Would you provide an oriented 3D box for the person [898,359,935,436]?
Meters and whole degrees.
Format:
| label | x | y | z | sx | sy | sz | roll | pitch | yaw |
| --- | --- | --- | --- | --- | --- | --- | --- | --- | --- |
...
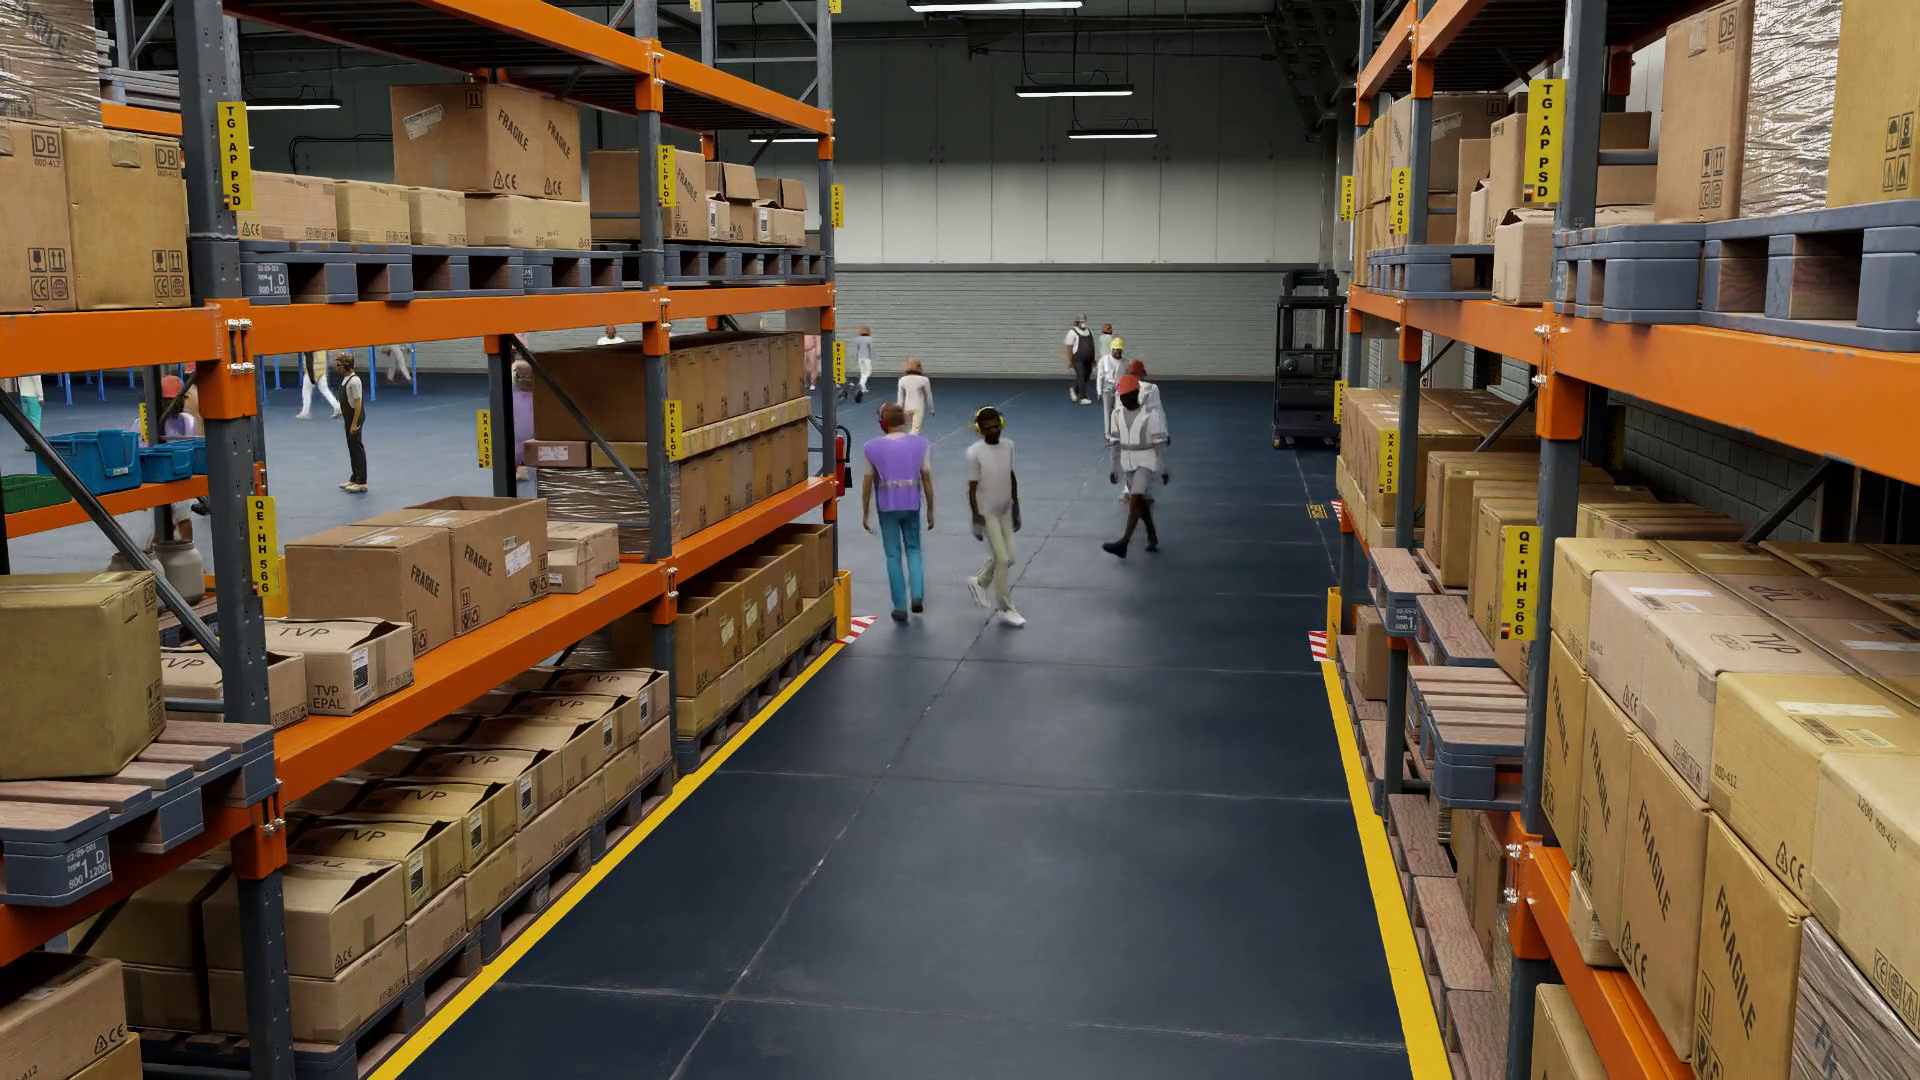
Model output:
| label | x | y | z | sx | sy | sz | roll | pitch | yaw |
| --- | --- | --- | --- | --- | --- | --- | --- | --- | --- |
| person | -0.697 | -1.968 | 25.346 | 0.511 | 1.590 | 0.871 | 4 | 10 | 23 |

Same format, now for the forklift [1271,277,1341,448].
| label | x | y | z | sx | sy | sz | roll | pitch | yaw |
| --- | --- | --- | --- | --- | --- | --- | --- | --- | --- |
| forklift | 5.847 | -3.016 | 27.970 | 1.129 | 2.768 | 1.873 | 1 | 9 | 9 |

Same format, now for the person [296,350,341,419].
| label | x | y | z | sx | sy | sz | roll | pitch | yaw |
| --- | --- | --- | --- | --- | --- | --- | --- | --- | --- |
| person | -12.693 | -3.296 | 32.877 | 0.899 | 1.808 | 0.622 | 3 | 10 | 16 |

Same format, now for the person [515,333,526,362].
| label | x | y | z | sx | sy | sz | roll | pitch | yaw |
| --- | --- | --- | --- | --- | --- | --- | --- | --- | --- |
| person | -10.572 | -4.382 | 39.255 | 0.652 | 1.906 | 0.405 | -6 | 11 | -34 |

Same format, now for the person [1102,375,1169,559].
| label | x | y | z | sx | sy | sz | roll | pitch | yaw |
| --- | --- | --- | --- | --- | --- | --- | --- | --- | --- |
| person | 1.826 | -0.763 | 17.079 | 0.606 | 1.866 | 1.038 | 7 | 12 | 37 |

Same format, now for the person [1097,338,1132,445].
| label | x | y | z | sx | sy | sz | roll | pitch | yaw |
| --- | --- | --- | --- | --- | --- | --- | --- | --- | --- |
| person | 2.582 | -2.446 | 27.681 | 0.614 | 1.790 | 0.897 | 0 | 9 | -1 |

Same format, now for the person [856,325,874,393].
| label | x | y | z | sx | sy | sz | roll | pitch | yaw |
| --- | --- | --- | --- | --- | --- | --- | --- | --- | --- |
| person | -2.304 | -4.336 | 39.867 | 0.505 | 1.621 | 0.472 | 5 | 10 | 27 |

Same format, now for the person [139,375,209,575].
| label | x | y | z | sx | sy | sz | roll | pitch | yaw |
| --- | --- | --- | --- | --- | --- | --- | --- | --- | --- |
| person | -7.165 | -0.504 | 15.132 | 1.046 | 1.993 | 0.617 | 2 | 9 | 11 |

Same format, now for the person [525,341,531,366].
| label | x | y | z | sx | sy | sz | roll | pitch | yaw |
| --- | --- | --- | --- | --- | --- | --- | --- | --- | --- |
| person | -11.386 | -4.916 | 42.733 | 1.017 | 1.847 | 0.558 | 4 | 10 | 21 |

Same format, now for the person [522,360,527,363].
| label | x | y | z | sx | sy | sz | roll | pitch | yaw |
| --- | --- | --- | --- | --- | --- | --- | --- | --- | --- |
| person | -11.254 | -4.804 | 42.522 | 0.928 | 1.680 | 0.632 | -4 | 10 | -21 |

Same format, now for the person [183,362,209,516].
| label | x | y | z | sx | sy | sz | roll | pitch | yaw |
| --- | --- | --- | --- | --- | --- | --- | --- | --- | --- |
| person | -9.096 | -1.236 | 19.900 | 0.568 | 1.886 | 0.974 | 0 | 9 | 0 |

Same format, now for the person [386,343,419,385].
| label | x | y | z | sx | sy | sz | roll | pitch | yaw |
| --- | --- | --- | --- | --- | --- | --- | --- | --- | --- |
| person | -14.338 | -4.907 | 42.538 | 1.006 | 1.895 | 0.653 | 2 | 9 | 10 |

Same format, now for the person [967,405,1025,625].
| label | x | y | z | sx | sy | sz | roll | pitch | yaw |
| --- | --- | --- | --- | --- | --- | --- | --- | --- | --- |
| person | 0.246 | -0.218 | 13.797 | 0.572 | 1.828 | 0.604 | -8 | 12 | -42 |

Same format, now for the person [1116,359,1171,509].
| label | x | y | z | sx | sy | sz | roll | pitch | yaw |
| --- | --- | --- | --- | --- | --- | --- | --- | --- | --- |
| person | 2.177 | -1.282 | 20.383 | 0.674 | 1.827 | 0.937 | 6 | 11 | 34 |

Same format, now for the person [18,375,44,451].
| label | x | y | z | sx | sy | sz | roll | pitch | yaw |
| --- | --- | --- | --- | --- | --- | --- | --- | --- | --- |
| person | -15.006 | -2.309 | 26.916 | 0.525 | 1.765 | 0.329 | 6 | 11 | 31 |

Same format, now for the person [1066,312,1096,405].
| label | x | y | z | sx | sy | sz | roll | pitch | yaw |
| --- | --- | --- | --- | --- | --- | --- | --- | --- | --- |
| person | 2.655 | -4.019 | 36.734 | 0.683 | 2.000 | 0.832 | -7 | 12 | -38 |

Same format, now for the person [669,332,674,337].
| label | x | y | z | sx | sy | sz | roll | pitch | yaw |
| --- | --- | --- | --- | --- | --- | --- | --- | --- | --- |
| person | -7.397 | -4.693 | 41.858 | 0.540 | 1.675 | 0.570 | -8 | 12 | -41 |

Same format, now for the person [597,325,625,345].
| label | x | y | z | sx | sy | sz | roll | pitch | yaw |
| --- | --- | --- | --- | --- | --- | --- | --- | --- | --- |
| person | -7.088 | -3.497 | 33.896 | 0.596 | 1.872 | 0.518 | 0 | 9 | -3 |

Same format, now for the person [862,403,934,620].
| label | x | y | z | sx | sy | sz | roll | pitch | yaw |
| --- | --- | --- | --- | --- | --- | --- | --- | --- | --- |
| person | -0.528 | -0.243 | 13.963 | 0.589 | 1.821 | 0.476 | -2 | 10 | -15 |

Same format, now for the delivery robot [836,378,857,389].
| label | x | y | z | sx | sy | sz | roll | pitch | yaw |
| --- | --- | --- | --- | --- | --- | --- | --- | --- | --- |
| delivery robot | -2.548 | -3.471 | 36.836 | 0.335 | 0.223 | 0.698 | 5 | 11 | 30 |

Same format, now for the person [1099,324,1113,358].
| label | x | y | z | sx | sy | sz | roll | pitch | yaw |
| --- | --- | --- | --- | --- | --- | --- | --- | --- | --- |
| person | 3.579 | -4.448 | 40.503 | 0.280 | 1.633 | 0.500 | -6 | 11 | -33 |

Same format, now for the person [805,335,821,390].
| label | x | y | z | sx | sy | sz | roll | pitch | yaw |
| --- | --- | --- | --- | --- | --- | --- | --- | --- | --- |
| person | -3.721 | -4.547 | 40.404 | 0.673 | 1.855 | 0.960 | 2 | 9 | 13 |

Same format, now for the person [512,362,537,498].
| label | x | y | z | sx | sy | sz | roll | pitch | yaw |
| --- | --- | --- | --- | --- | --- | --- | --- | --- | --- |
| person | -5.002 | -1.095 | 19.083 | 0.793 | 1.891 | 0.468 | -2 | 9 | -9 |

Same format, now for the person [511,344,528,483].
| label | x | y | z | sx | sy | sz | roll | pitch | yaw |
| --- | --- | --- | --- | --- | --- | --- | --- | --- | --- |
| person | -6.213 | -1.784 | 22.883 | 0.627 | 2.020 | 0.632 | 9 | 13 | 44 |

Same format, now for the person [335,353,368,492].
| label | x | y | z | sx | sy | sz | roll | pitch | yaw |
| --- | --- | --- | --- | --- | --- | --- | --- | --- | --- |
| person | -8.087 | -1.566 | 22.101 | 0.344 | 1.839 | 0.504 | -6 | 11 | -31 |
